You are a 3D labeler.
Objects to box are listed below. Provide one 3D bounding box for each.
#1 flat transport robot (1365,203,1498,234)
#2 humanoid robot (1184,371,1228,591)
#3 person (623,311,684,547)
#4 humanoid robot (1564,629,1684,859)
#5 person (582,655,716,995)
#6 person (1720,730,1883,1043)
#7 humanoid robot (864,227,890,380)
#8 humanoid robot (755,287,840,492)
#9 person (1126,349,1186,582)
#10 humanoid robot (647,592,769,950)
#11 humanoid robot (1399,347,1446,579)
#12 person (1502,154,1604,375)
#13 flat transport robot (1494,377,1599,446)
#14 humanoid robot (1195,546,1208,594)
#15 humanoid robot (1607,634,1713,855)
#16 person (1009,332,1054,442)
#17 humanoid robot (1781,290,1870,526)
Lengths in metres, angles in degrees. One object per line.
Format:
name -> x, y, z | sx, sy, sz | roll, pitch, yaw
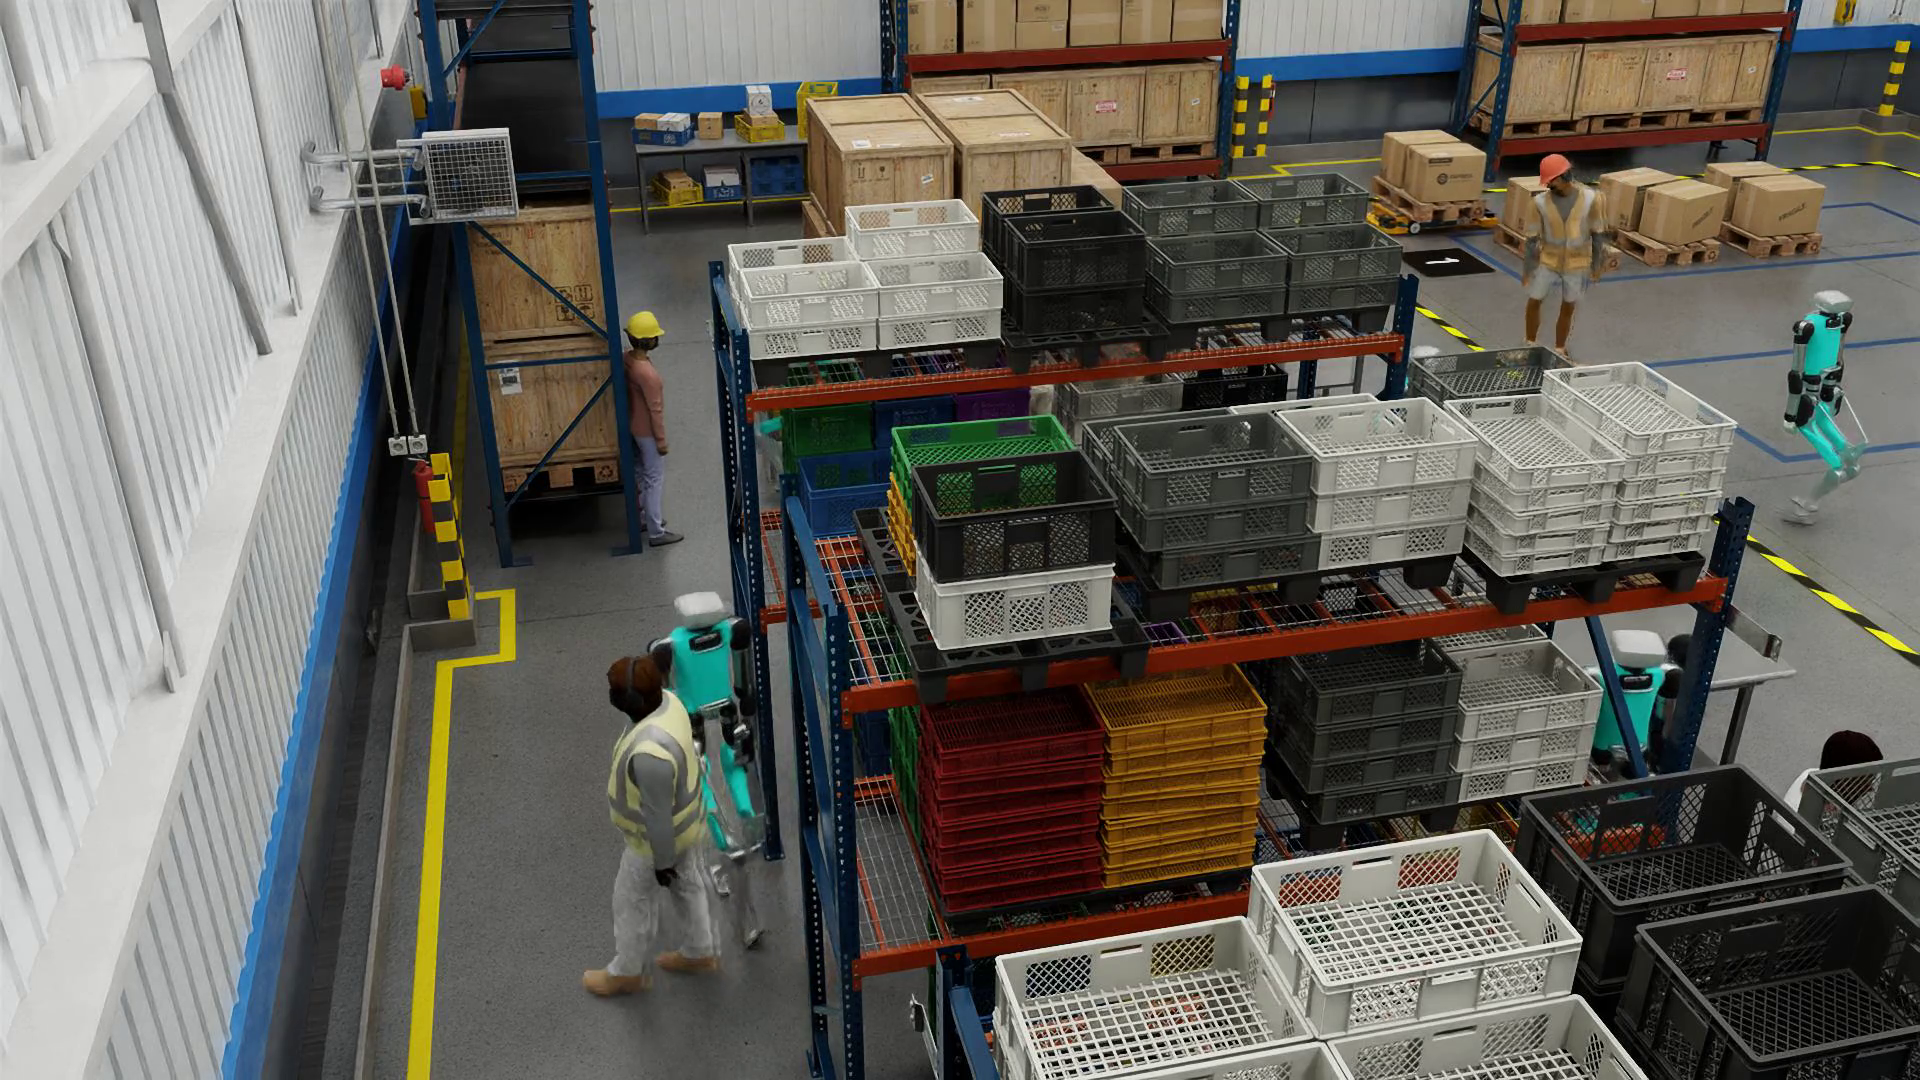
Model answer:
flat transport robot -> 5.386, -3.750, 19.132 | 1.431, 0.197, 0.652 | -6, 28, -12
humanoid robot -> 1.776, -0.360, 11.150 | 0.746, 1.771, 0.531 | -3, 28, -5
person -> -2.235, -0.802, 11.970 | 0.335, 1.762, 0.522 | -16, 32, -28
humanoid robot -> 3.169, 1.342, 7.969 | 0.548, 1.832, 0.658 | -1, 28, -2
person -> -1.547, 1.344, 7.836 | 0.746, 1.816, 0.644 | 0, 28, 0
person -> 3.585, 1.626, 7.199 | 0.392, 1.913, 0.587 | 15, 31, 26
humanoid robot -> -0.849, -1.832, 14.043 | 0.693, 1.637, 0.598 | -13, 30, -23
humanoid robot -> -1.217, -1.053, 12.475 | 0.897, 1.773, 0.543 | 8, 29, 16
person -> 1.447, -0.620, 11.483 | 0.981, 1.885, 0.554 | -20, 34, -33
humanoid robot -> -1.121, 1.214, 8.232 | 0.530, 1.824, 0.872 | -15, 31, -26
humanoid robot -> 2.870, -0.538, 11.542 | 1.039, 1.770, 0.548 | 19, 33, 32
person -> 5.385, -2.443, 14.856 | 0.721, 1.987, 0.379 | 9, 29, 17
flat transport robot -> 4.780, -1.036, 14.013 | 0.659, 0.231, 1.431 | -6, 28, -12
humanoid robot -> 1.416, -0.084, 10.698 | 0.327, 1.653, 0.609 | -8, 29, -14
humanoid robot -> 3.501, 1.197, 8.273 | 0.569, 1.642, 0.589 | 19, 33, 31
person -> 0.429, -0.630, 11.567 | 0.500, 1.836, 0.338 | 20, 34, 33
humanoid robot -> 6.372, -0.865, 12.126 | 0.539, 1.797, 0.800 | -14, 31, -25
